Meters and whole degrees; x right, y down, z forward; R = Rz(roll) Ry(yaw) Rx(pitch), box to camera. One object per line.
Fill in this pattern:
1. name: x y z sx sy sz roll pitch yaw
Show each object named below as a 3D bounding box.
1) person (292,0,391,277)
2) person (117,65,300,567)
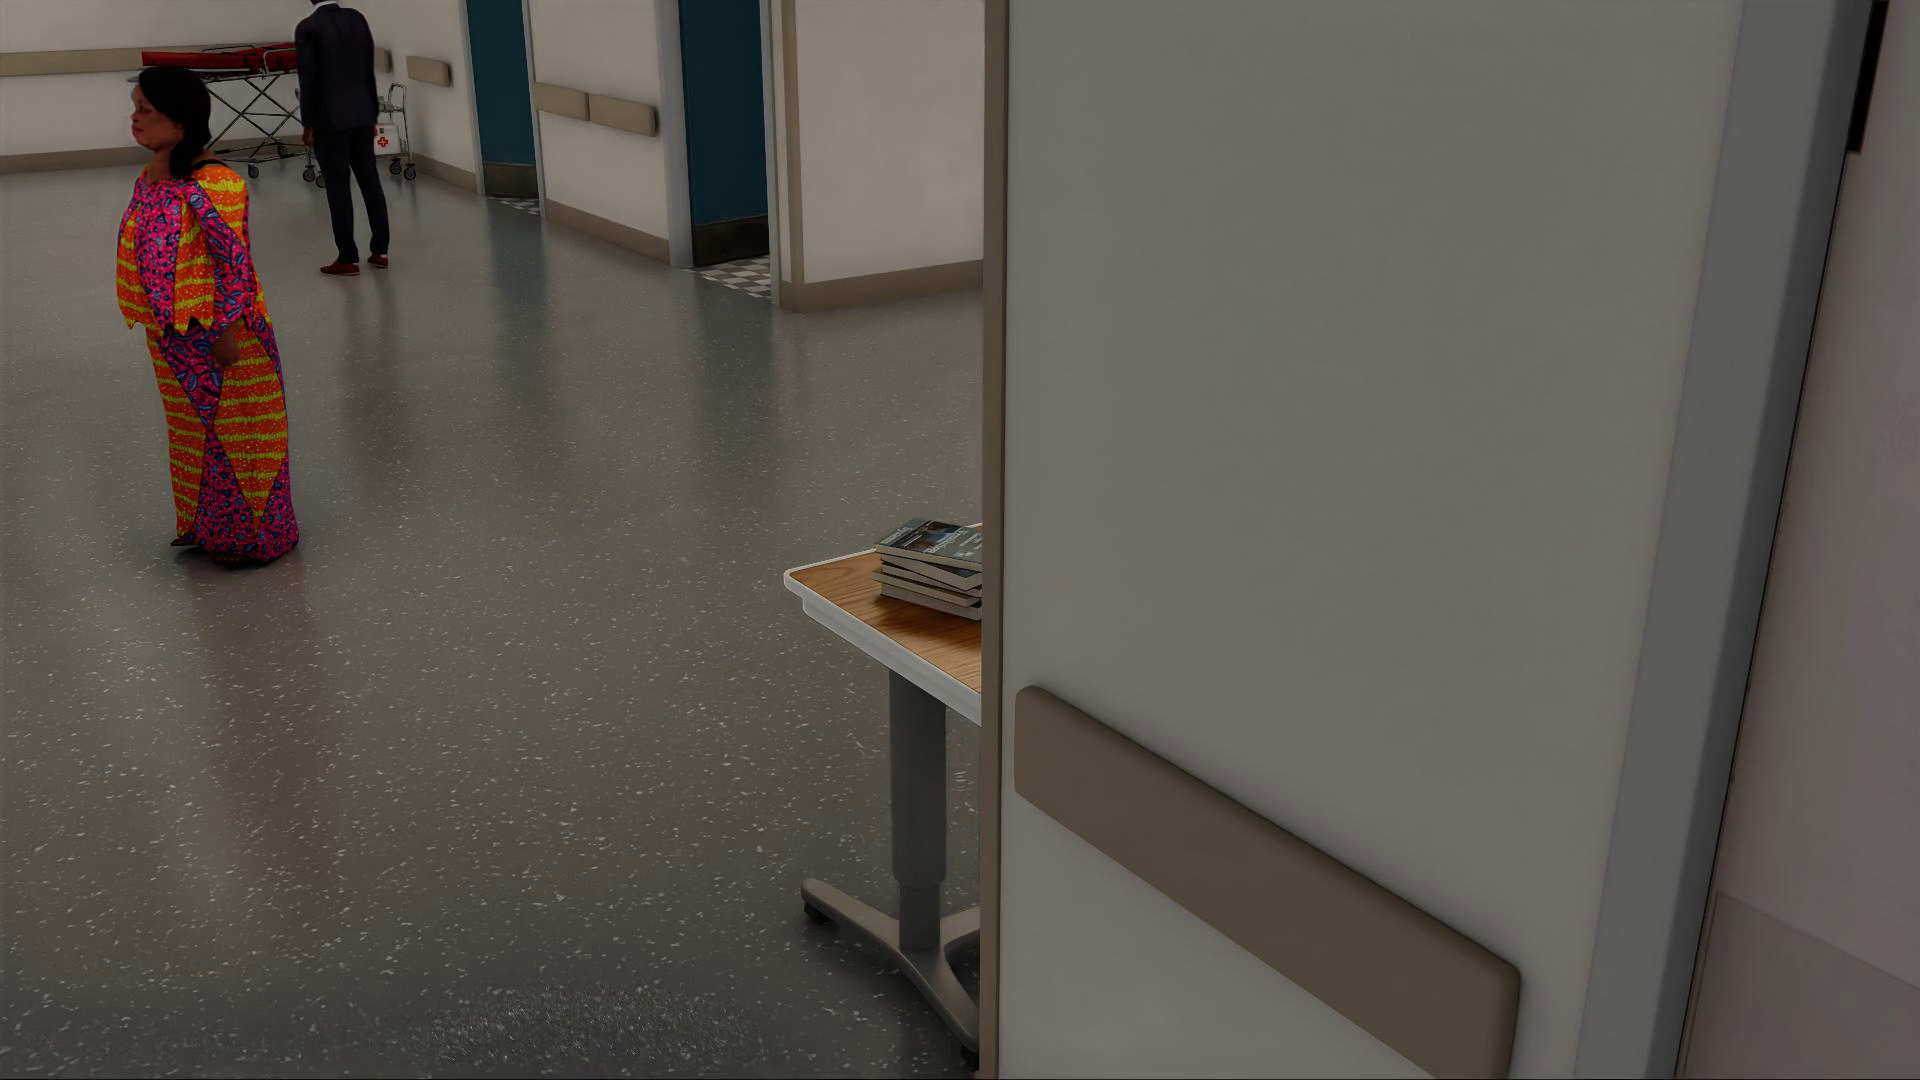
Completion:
1. person: -3.774 -2.554 10.168 0.728 1.824 0.767 14 25 33
2. person: -2.559 -0.757 5.598 0.680 1.686 0.780 16 26 36
